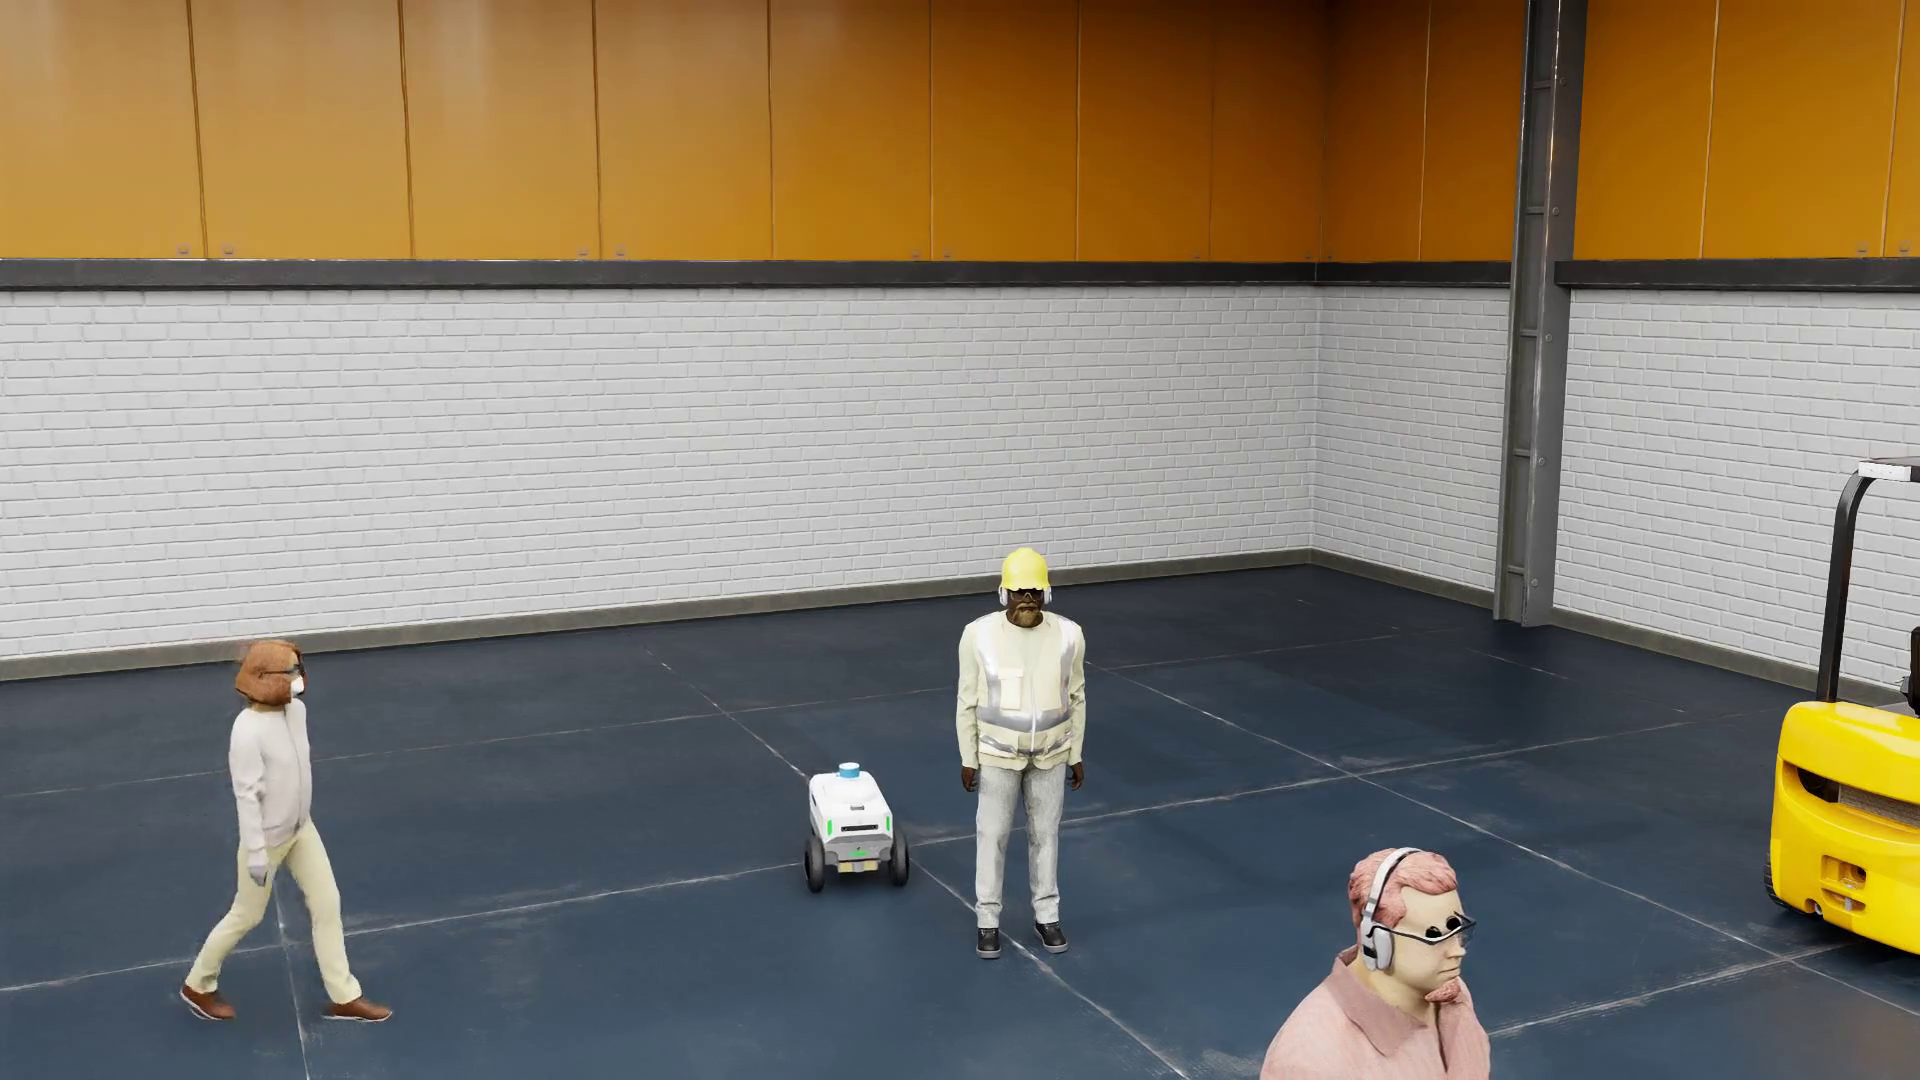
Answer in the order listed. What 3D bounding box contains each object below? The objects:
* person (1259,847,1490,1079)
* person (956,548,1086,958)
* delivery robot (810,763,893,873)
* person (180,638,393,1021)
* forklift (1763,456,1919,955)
[{"bbox_3d":[0.879,1.547,3.385,0.408,1.909,0.638,9,13,43],"label":"person"},{"bbox_3d":[0.279,0.938,7.389,0.590,1.833,0.404,-2,9,-11],"label":"person"},{"bbox_3d":[-0.556,1.368,8.387,0.477,0.478,0.707,-2,9,-12],"label":"delivery robot"},{"bbox_3d":[-2.766,1.170,6.663,0.842,1.595,0.507,1,9,9],"label":"person"},{"bbox_3d":[4.857,0.731,7.561,2.313,2.155,1.214,-4,10,-25],"label":"forklift"}]
